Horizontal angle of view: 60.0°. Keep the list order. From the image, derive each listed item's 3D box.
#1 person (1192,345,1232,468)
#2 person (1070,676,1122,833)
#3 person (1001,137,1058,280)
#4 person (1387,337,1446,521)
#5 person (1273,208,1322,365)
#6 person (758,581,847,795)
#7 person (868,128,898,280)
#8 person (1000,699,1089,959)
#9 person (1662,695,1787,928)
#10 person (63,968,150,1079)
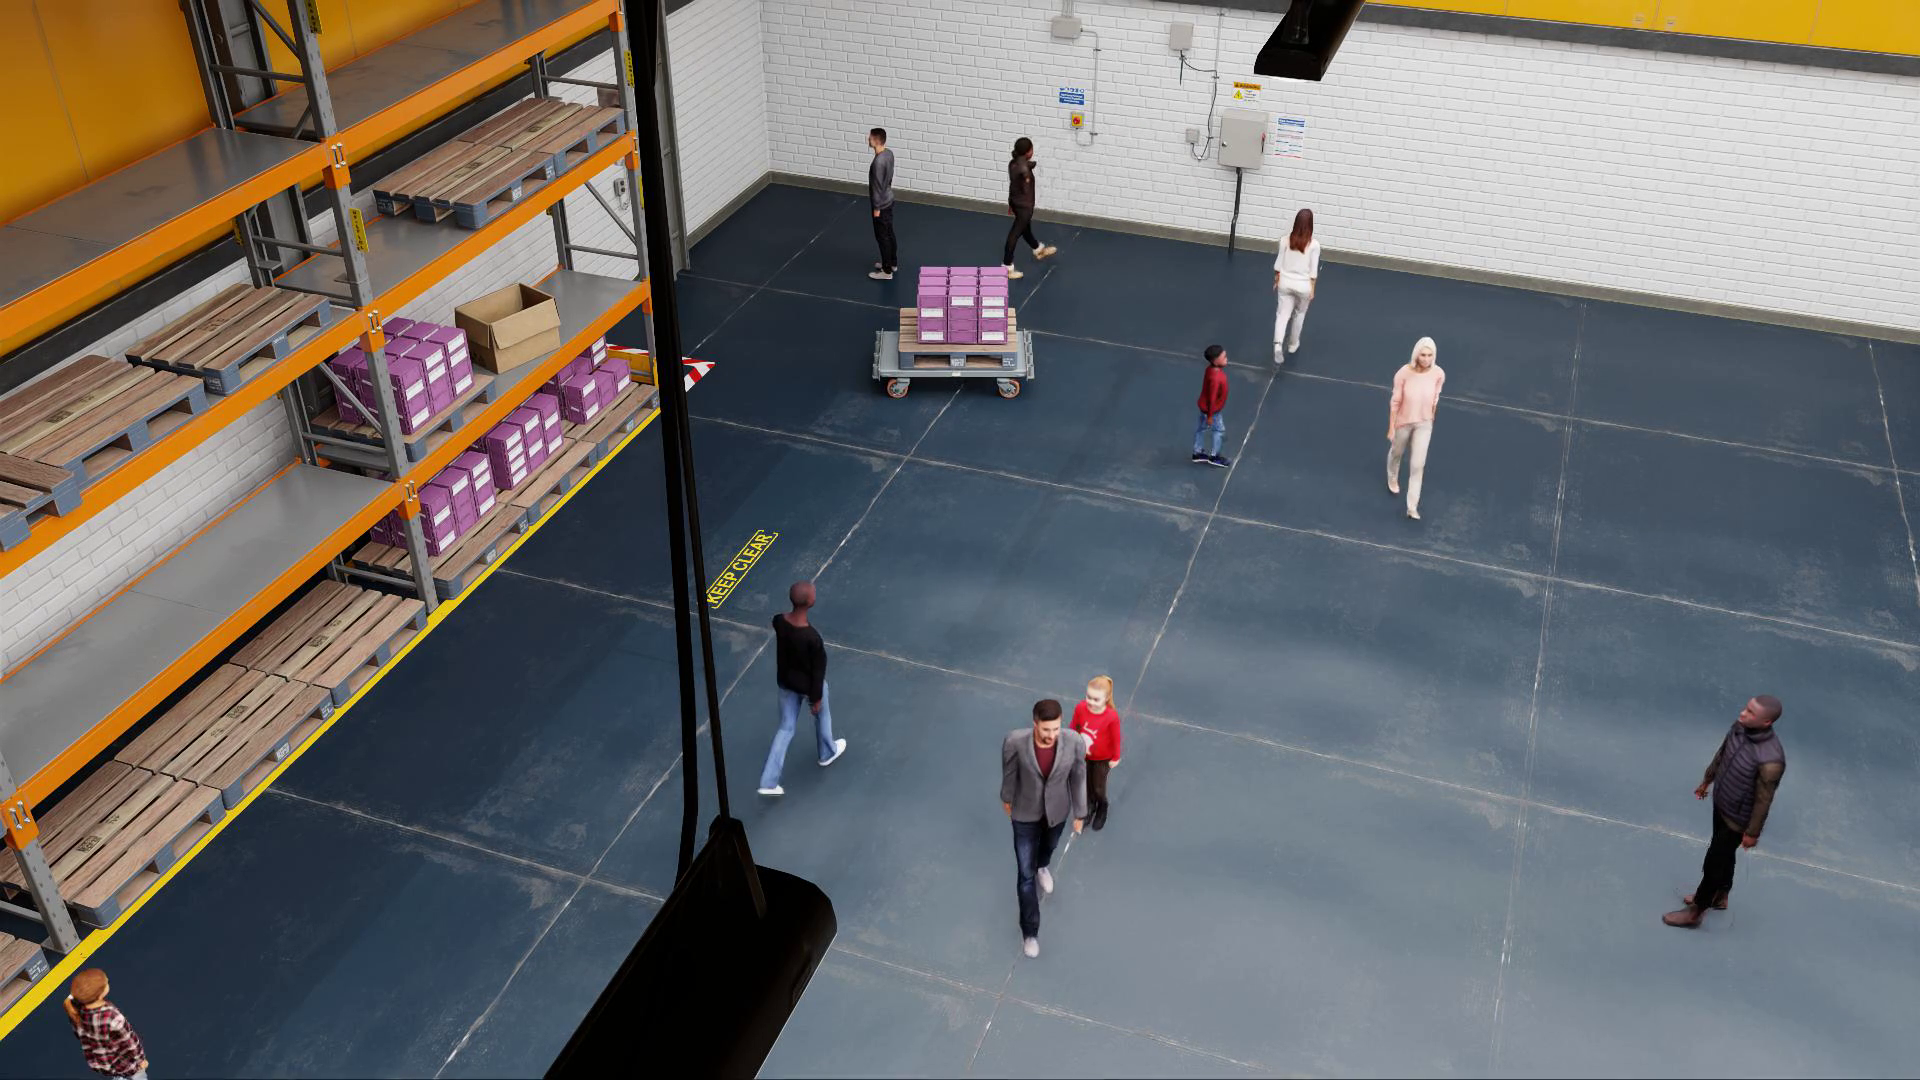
[{"bbox_3d":[2.298,-1.260,15.635,0.673,1.246,0.609,-1,34,-2],"label":"person"},{"bbox_3d":[0.964,1.441,11.543,0.537,1.275,0.544,19,38,26],"label":"person"},{"bbox_3d":[0.861,-3.828,19.157,1.115,1.622,1.043,-24,40,-31],"label":"person"},{"bbox_3d":[4.045,-1.089,14.986,0.846,1.679,1.177,1,34,1],"label":"person"},{"bbox_3d":[3.470,-2.619,17.298,0.619,1.667,0.976,13,36,18],"label":"person"},{"bbox_3d":[-1.175,1.061,11.713,0.739,1.720,1.165,18,38,25],"label":"person"},{"bbox_3d":[-0.882,-3.876,19.106,0.690,1.759,0.487,8,34,11],"label":"person"},{"bbox_3d":[0.510,1.685,10.694,1.061,1.809,1.309,-4,34,-6],"label":"person"},{"bbox_3d":[5.005,1.726,10.615,0.882,1.829,0.781,1,34,1],"label":"person"},{"bbox_3d":[-4.773,2.917,9.307,0.535,1.293,0.606,10,35,15],"label":"person"}]
